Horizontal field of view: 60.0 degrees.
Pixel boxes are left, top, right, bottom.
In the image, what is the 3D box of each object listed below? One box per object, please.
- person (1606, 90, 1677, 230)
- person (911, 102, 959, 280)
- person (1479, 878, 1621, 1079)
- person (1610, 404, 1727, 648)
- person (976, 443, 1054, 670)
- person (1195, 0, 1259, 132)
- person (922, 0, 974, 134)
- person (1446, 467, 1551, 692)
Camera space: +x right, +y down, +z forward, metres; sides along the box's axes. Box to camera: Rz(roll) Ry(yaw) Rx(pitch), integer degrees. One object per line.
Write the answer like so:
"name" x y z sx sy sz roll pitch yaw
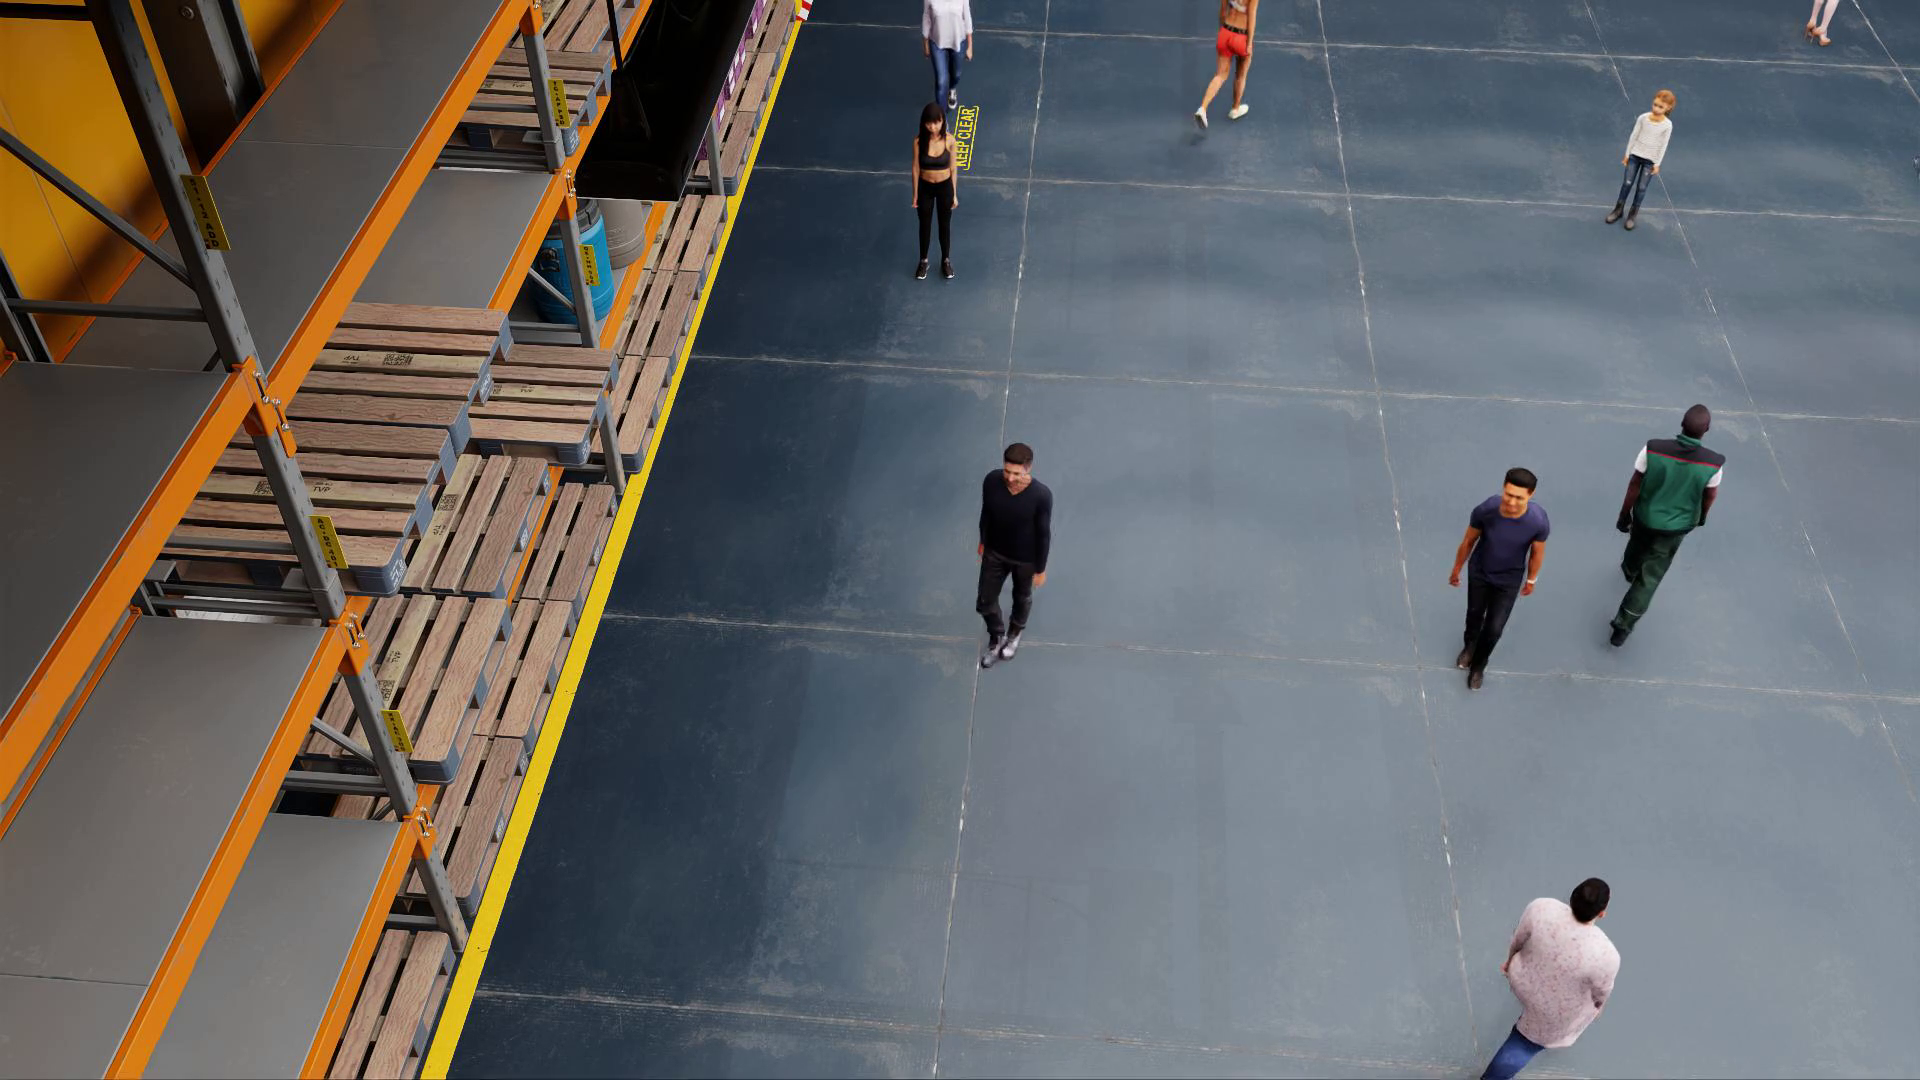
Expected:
"person" 6.121 -3.417 14.878 0.561 1.316 0.607 26 49 25
"person" -0.214 -2.989 14.192 0.577 1.644 0.524 -2 44 -2
"person" 2.980 2.340 8.560 1.156 1.696 1.150 -24 49 -23
"person" 4.637 -0.066 11.019 1.064 1.787 1.310 24 49 23
"person" 0.377 0.028 10.872 0.756 1.854 0.759 15 45 15
"person" 2.583 -4.751 15.952 0.984 1.766 1.126 32 52 29
"person" -0.117 -4.864 16.126 0.759 1.690 1.137 -3 44 -3
"person" 3.499 0.165 10.784 0.799 1.777 0.828 21 48 21
